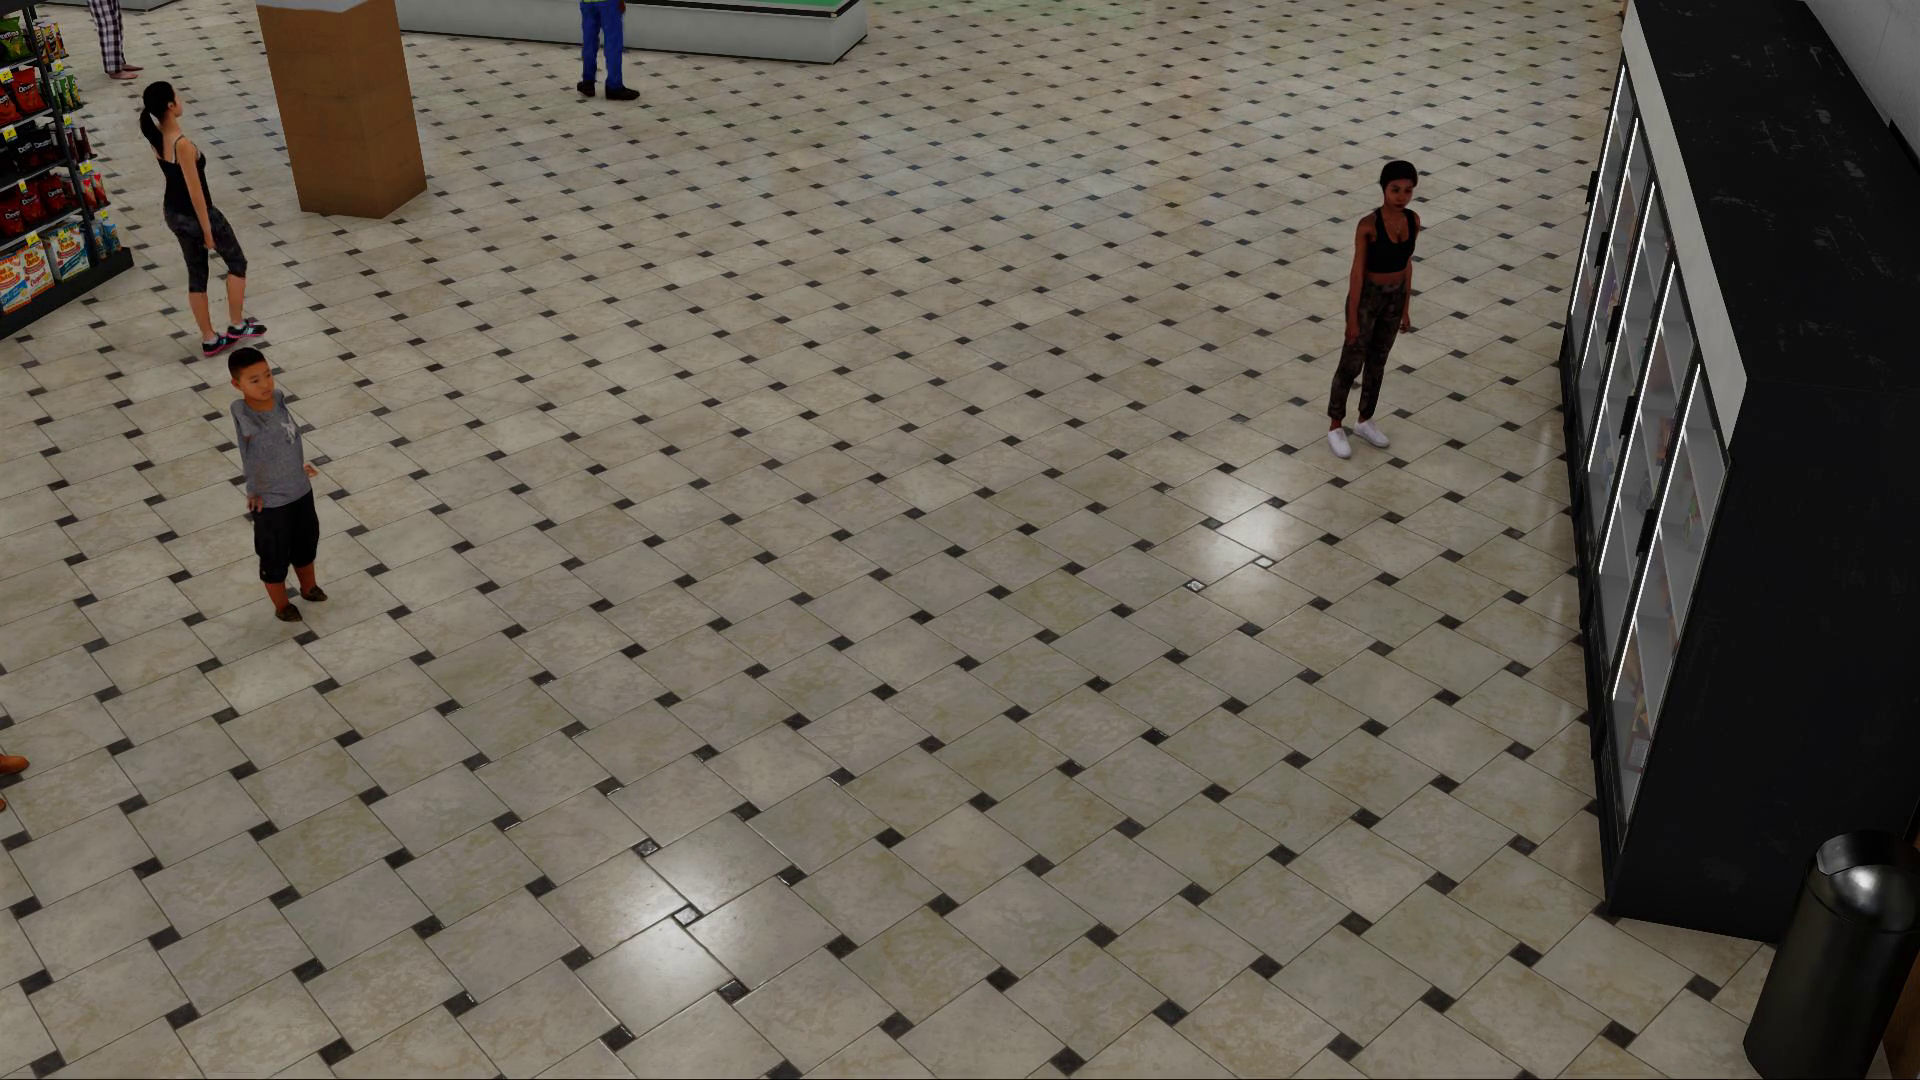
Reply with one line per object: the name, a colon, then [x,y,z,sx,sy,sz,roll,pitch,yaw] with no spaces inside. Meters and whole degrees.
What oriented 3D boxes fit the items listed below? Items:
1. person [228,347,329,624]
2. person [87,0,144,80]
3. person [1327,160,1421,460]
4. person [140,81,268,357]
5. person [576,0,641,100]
person: [-3.236,-0.295,7.857,0.550,1.455,0.615,14,35,22]
person: [-8.017,-5.248,15.444,0.688,1.849,0.705,-6,32,-10]
person: [2.309,-1.289,9.222,0.637,1.699,0.718,-13,34,-20]
person: [-4.803,-1.935,10.249,0.661,1.713,0.704,17,36,25]
person: [-3.195,-4.829,14.841,0.893,1.775,0.659,-26,40,-35]
